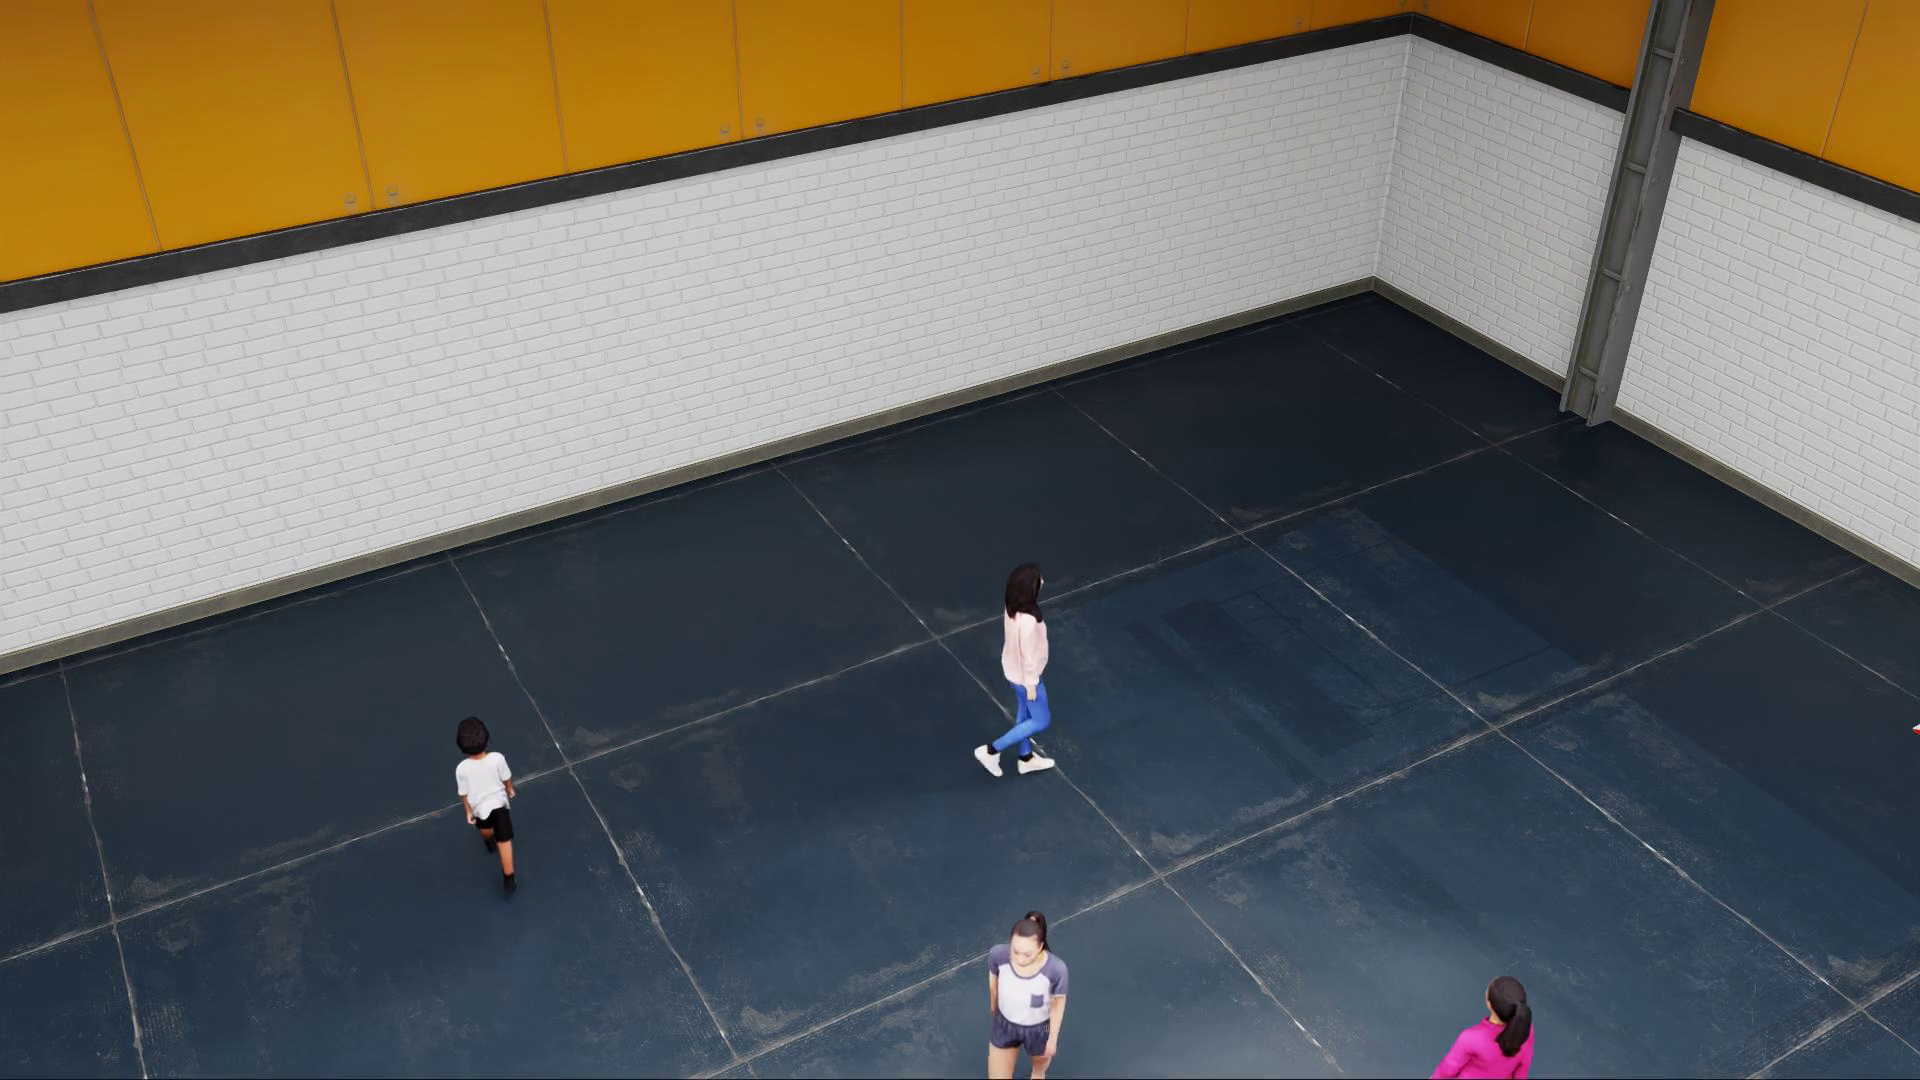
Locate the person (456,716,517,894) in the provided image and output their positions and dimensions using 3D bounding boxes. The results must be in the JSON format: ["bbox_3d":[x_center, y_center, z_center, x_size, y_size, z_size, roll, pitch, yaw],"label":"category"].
[{"bbox_3d":[-2.978,1.694,10.565,0.586,1.230,0.920,-12,35,-17],"label":"person"}]

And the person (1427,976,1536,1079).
[{"bbox_3d":[2.653,2.906,8.356,0.763,1.660,1.142,-10,35,-15],"label":"person"}]

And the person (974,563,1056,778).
[{"bbox_3d":[0.355,0.918,11.255,0.879,1.761,0.871,-5,34,-7],"label":"person"}]

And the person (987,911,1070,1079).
[{"bbox_3d":[0.377,2.558,8.931,1.024,1.602,1.075,9,35,14],"label":"person"}]
